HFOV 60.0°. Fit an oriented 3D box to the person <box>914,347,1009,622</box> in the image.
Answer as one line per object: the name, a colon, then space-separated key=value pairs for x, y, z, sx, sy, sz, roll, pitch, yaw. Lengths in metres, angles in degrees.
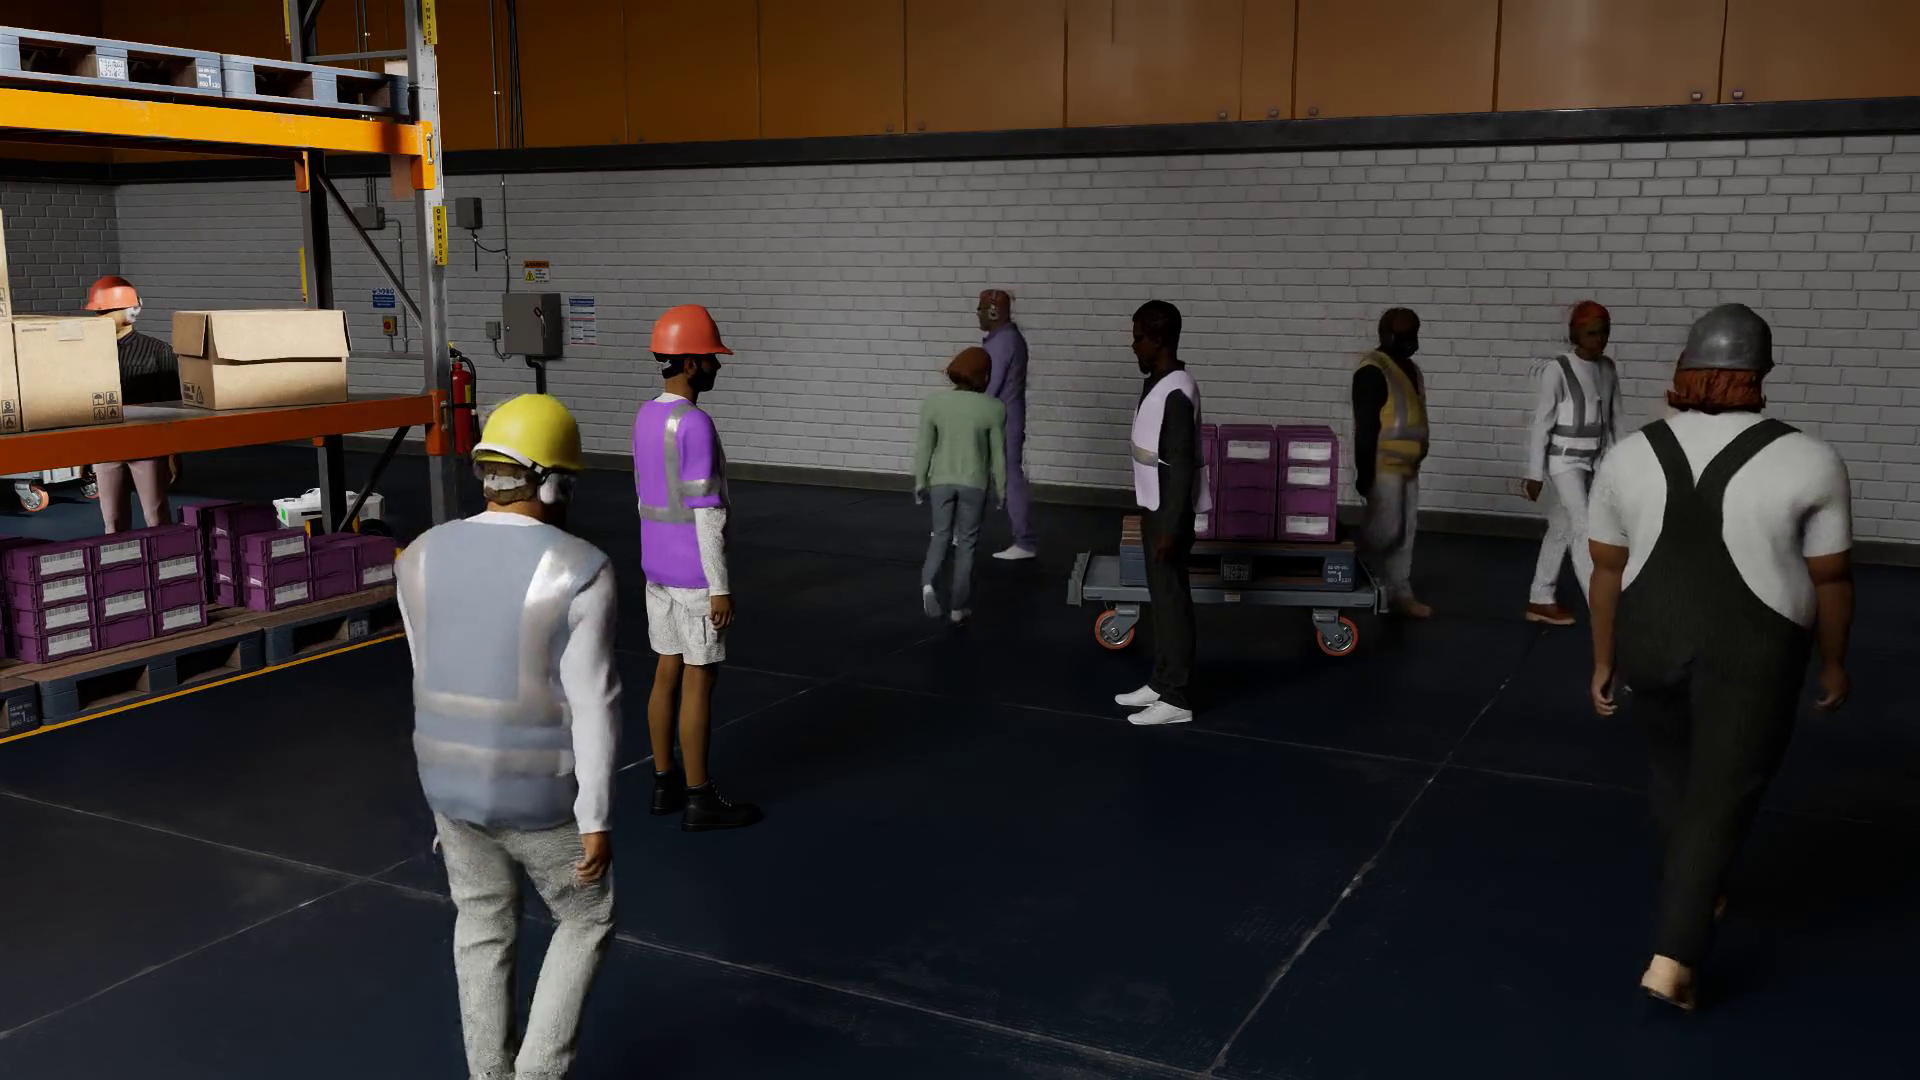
person: x=-0.007 y=-0.291 z=9.442 sx=0.535 sy=1.605 sz=0.509 roll=2 pitch=10 yaw=12

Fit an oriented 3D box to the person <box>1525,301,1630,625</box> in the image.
person: x=3.542 y=-0.386 z=9.235 sx=0.607 sy=1.853 sz=0.877 roll=-8 pitch=12 yaw=-38

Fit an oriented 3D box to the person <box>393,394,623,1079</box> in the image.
person: x=-1.026 y=0.563 z=3.908 sx=0.596 sy=1.807 sz=0.447 roll=3 pitch=10 yaw=18

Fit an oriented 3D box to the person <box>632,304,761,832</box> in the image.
person: x=-0.992 y=0.107 z=6.153 sx=0.355 sy=1.938 sz=0.545 roll=-7 pitch=12 yaw=-35

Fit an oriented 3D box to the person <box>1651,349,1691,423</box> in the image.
person: x=4.031 y=-0.247 z=9.103 sx=0.529 sy=1.614 sz=0.373 roll=6 pitch=12 yaw=32

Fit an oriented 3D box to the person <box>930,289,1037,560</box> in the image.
person: x=0.155 y=-0.793 z=11.570 sx=0.858 sy=1.872 sz=0.664 roll=2 pitch=10 yaw=9

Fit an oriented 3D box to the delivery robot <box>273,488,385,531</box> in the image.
delivery robot: x=-4.404 y=-0.192 z=11.611 sx=0.707 sy=0.478 sz=0.477 roll=-6 pitch=11 yaw=-30

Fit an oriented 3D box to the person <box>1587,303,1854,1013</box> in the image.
person: x=2.165 y=0.287 z=4.814 sx=0.685 sy=2.000 sz=1.002 roll=10 pitch=14 yaw=44

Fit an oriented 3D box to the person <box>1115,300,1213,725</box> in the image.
person: x=0.936 y=-0.120 z=7.539 sx=0.393 sy=1.915 sz=0.587 roll=0 pitch=10 yaw=-1

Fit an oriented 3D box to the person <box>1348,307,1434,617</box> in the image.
person: x=2.432 y=-0.450 z=9.723 sx=0.643 sy=1.821 sz=0.658 roll=8 pitch=12 yaw=37

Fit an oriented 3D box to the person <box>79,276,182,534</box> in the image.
person: x=-4.795 y=-0.509 z=9.598 sx=0.628 sy=1.988 sz=0.406 roll=0 pitch=10 yaw=2
